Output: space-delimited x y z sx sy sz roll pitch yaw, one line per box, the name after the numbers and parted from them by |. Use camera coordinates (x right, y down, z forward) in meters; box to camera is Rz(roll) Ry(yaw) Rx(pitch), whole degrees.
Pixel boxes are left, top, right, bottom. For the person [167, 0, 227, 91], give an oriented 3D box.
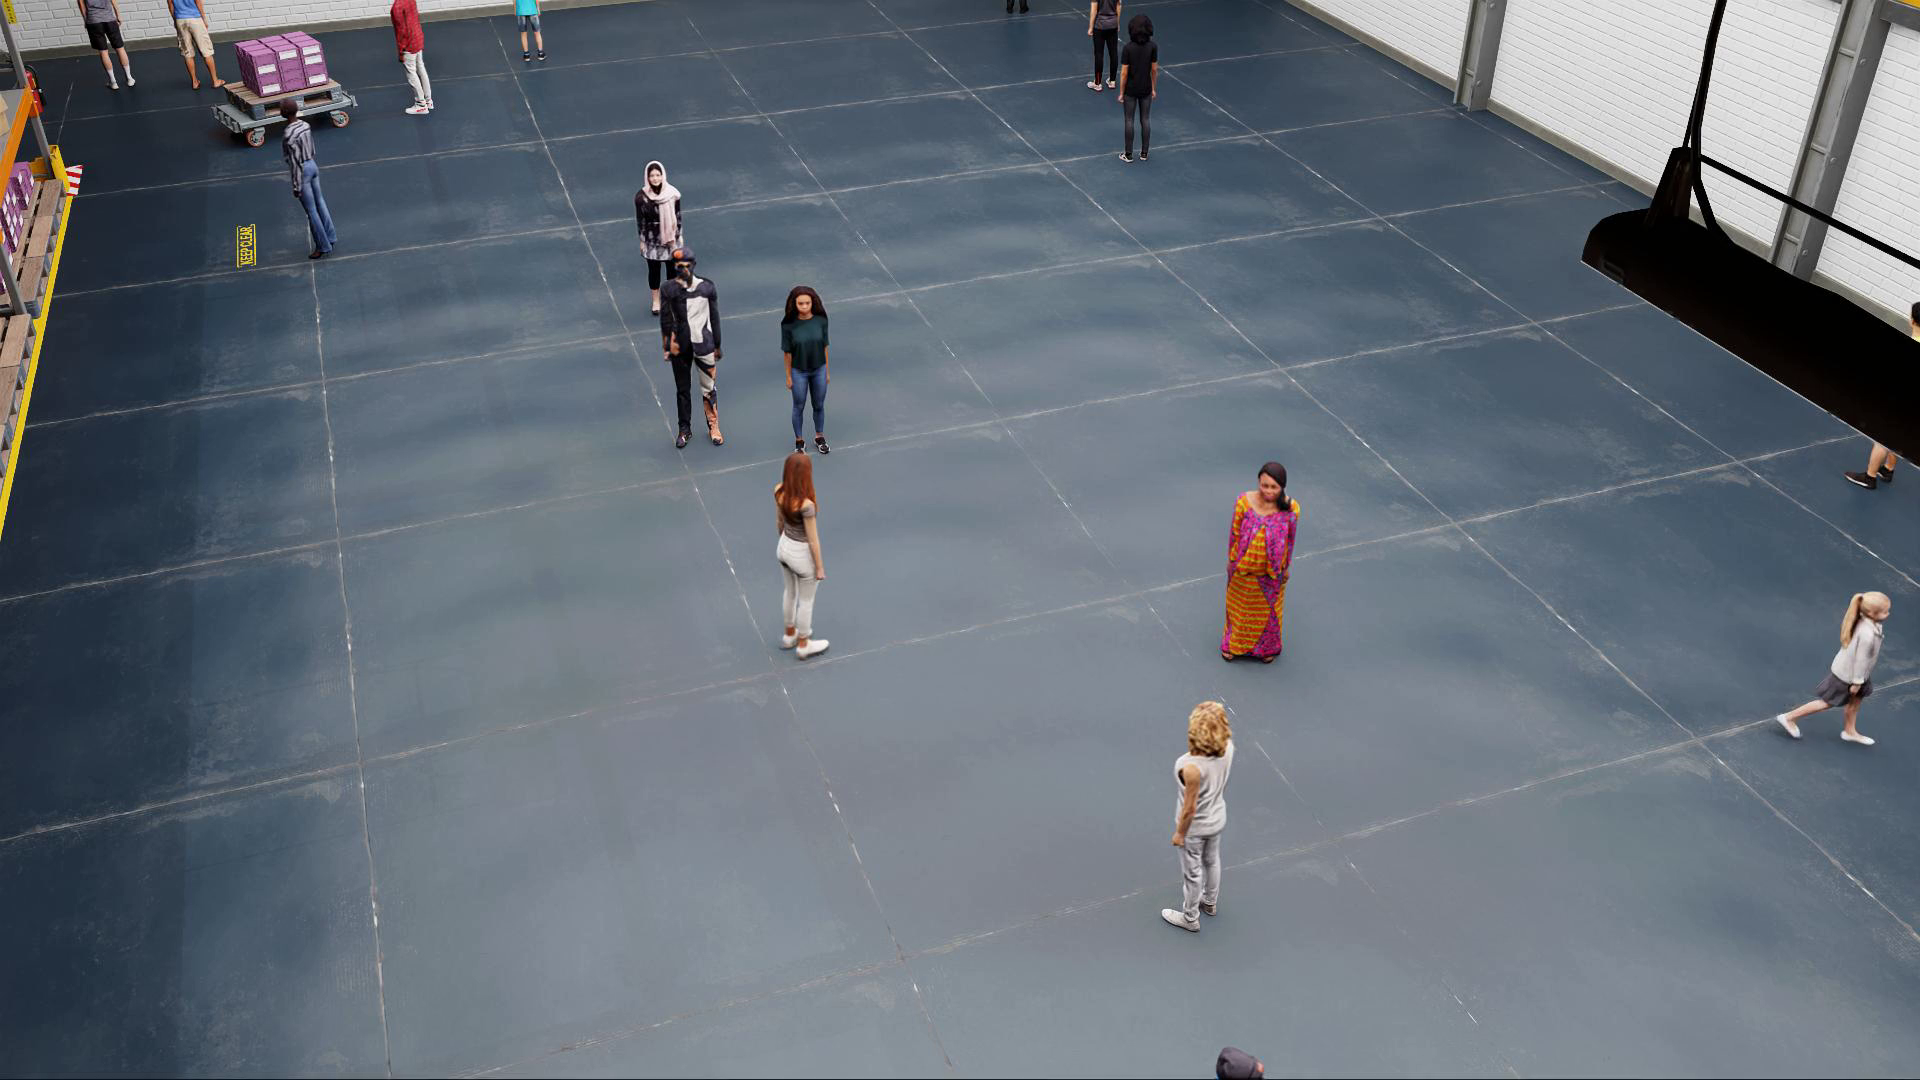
-10.741 -7.238 23.171 0.694 1.863 0.632 -5 34 -7 | person

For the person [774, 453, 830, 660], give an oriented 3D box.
-1.202 0.121 12.233 0.605 1.716 0.730 29 43 36 | person

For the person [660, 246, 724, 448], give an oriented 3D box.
-2.392 -1.735 14.865 0.731 1.893 0.669 -4 34 -5 | person

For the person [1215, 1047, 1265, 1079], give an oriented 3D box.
1.206 3.013 7.812 0.752 1.793 0.635 5 34 7 | person

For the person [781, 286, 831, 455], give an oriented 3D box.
-1.354 -1.510 14.777 0.597 1.616 0.590 -10 35 -15 | person

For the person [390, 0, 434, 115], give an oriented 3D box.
-7.388 -6.671 22.358 0.813 1.820 0.711 7 34 11 | person

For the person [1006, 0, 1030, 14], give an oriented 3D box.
0.901 -9.271 26.284 0.760 1.804 0.711 3 34 5 | person

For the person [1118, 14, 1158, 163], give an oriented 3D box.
2.222 -5.659 20.822 0.665 1.835 0.563 -7 34 -10 | person

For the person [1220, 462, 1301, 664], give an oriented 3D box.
2.212 0.149 12.219 0.765 1.686 0.803 5 34 8 | person

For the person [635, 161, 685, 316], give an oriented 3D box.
-3.092 -3.143 17.215 0.610 1.636 0.590 -12 35 -17 | person

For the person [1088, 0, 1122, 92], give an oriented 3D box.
2.020 -7.165 23.151 0.635 1.764 0.537 -13 36 -19 | person

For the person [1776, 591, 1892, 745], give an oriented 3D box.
6.091 0.886 11.496 0.918 1.258 0.875 14 36 19 | person

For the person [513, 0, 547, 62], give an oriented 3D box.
-6.342 -7.766 24.340 0.552 1.449 0.533 -5 34 -8 | person

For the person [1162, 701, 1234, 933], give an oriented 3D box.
1.445 1.657 9.964 0.694 1.670 0.689 27 42 34 | person

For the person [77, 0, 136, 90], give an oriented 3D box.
-11.967 -7.246 23.177 0.700 1.871 0.637 -20 38 -27 | person

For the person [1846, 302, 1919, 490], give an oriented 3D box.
8.097 -1.238 14.287 0.633 1.706 0.550 -14 36 -20 | person

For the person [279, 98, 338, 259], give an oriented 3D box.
-7.220 -3.997 18.357 0.770 1.795 0.627 2 34 4 | person
